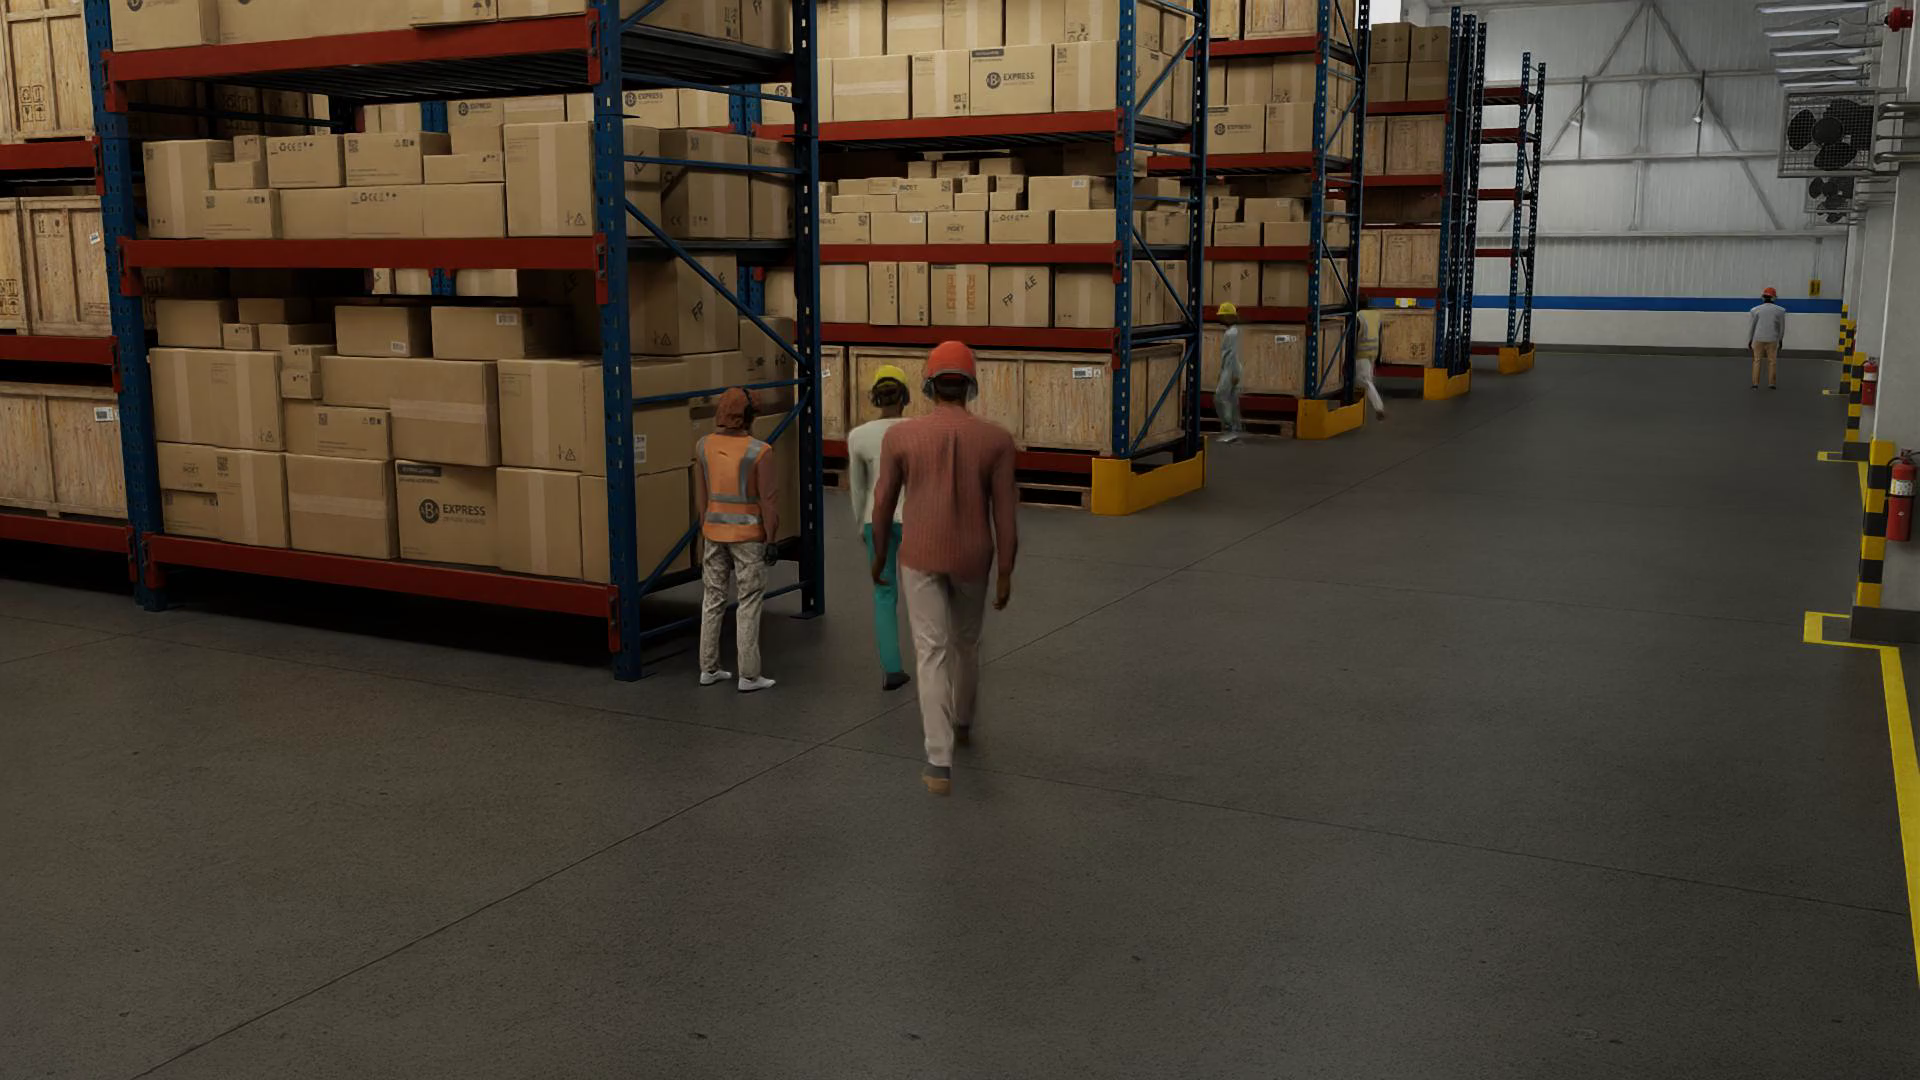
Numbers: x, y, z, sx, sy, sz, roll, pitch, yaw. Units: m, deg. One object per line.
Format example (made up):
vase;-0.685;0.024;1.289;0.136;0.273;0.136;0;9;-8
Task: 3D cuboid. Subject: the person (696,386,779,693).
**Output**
person;-1.191;-0.002;8.890;0.516;1.630;0.310;5;11;28

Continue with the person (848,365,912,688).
person;-0.312;-0.083;9.076;0.586;1.711;0.729;2;10;10

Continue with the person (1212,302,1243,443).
person;3.272;-2.037;20.350;0.486;1.723;0.512;1;10;6

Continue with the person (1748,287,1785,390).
person;13.786;-3.443;28.445;0.564;1.748;0.339;5;11;27

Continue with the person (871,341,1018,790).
person;-0.077;0.080;7.516;0.629;1.935;1.043;-1;10;-9

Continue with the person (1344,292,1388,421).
person;5.686;-2.564;23.264;0.643;1.797;0.900;-8;13;-40
